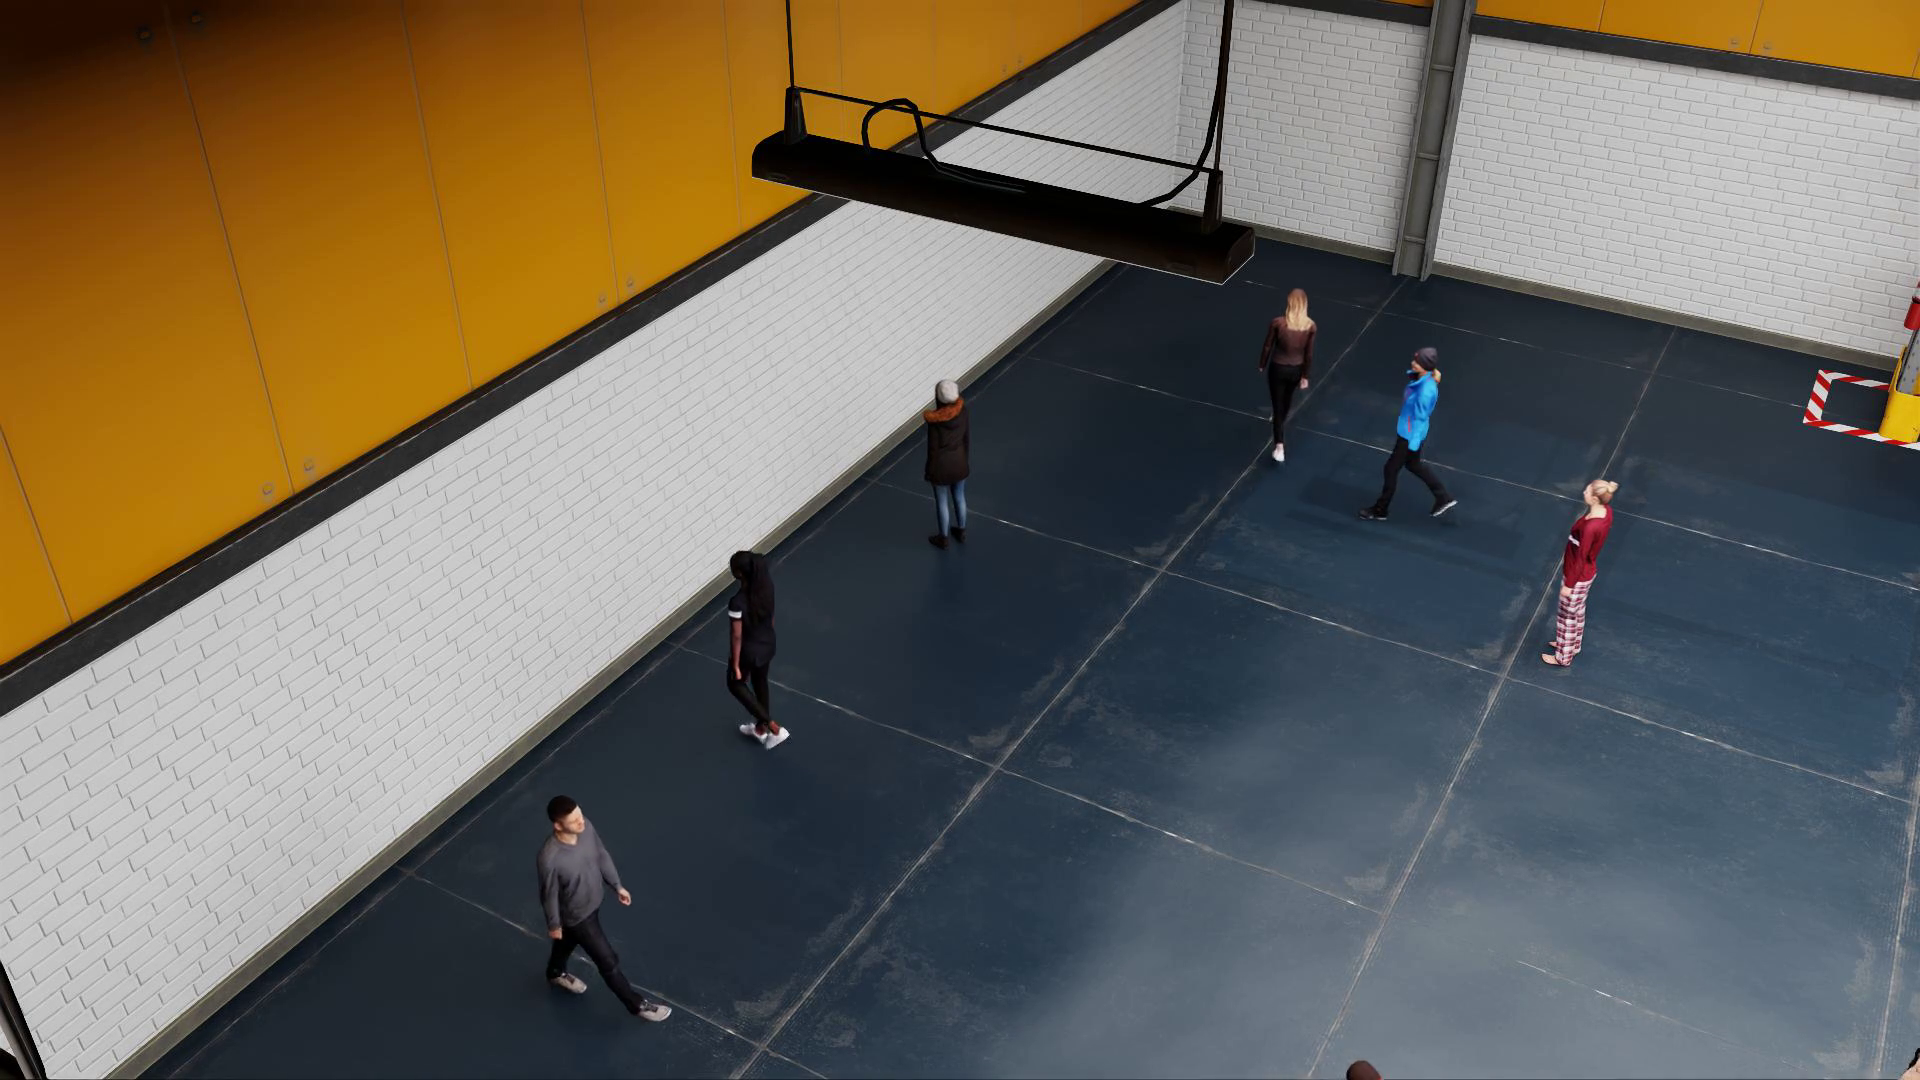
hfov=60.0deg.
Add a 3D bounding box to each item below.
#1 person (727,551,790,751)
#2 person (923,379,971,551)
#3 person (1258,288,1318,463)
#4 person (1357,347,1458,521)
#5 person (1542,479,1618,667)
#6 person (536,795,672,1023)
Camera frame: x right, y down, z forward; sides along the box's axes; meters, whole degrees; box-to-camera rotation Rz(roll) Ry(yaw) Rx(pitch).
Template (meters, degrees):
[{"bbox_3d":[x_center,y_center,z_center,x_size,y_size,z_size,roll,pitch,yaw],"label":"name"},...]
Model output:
[{"bbox_3d":[-1.452,0.842,12.190,0.795,1.729,0.669,22,40,30],"label":"person"},{"bbox_3d":[-0.108,-0.670,14.550,0.725,1.635,0.735,-22,39,-29],"label":"person"},{"bbox_3d":[3.107,-1.542,15.835,1.149,1.664,1.073,-1,34,-2],"label":"person"},{"bbox_3d":[4.095,-0.914,14.790,1.131,1.776,0.771,9,35,14],"label":"person"},{"bbox_3d":[4.885,0.246,13.112,0.515,1.699,0.637,21,39,28],"label":"person"},{"bbox_3d":[-2.382,2.214,10.145,1.215,1.708,0.788,11,35,15],"label":"person"}]
